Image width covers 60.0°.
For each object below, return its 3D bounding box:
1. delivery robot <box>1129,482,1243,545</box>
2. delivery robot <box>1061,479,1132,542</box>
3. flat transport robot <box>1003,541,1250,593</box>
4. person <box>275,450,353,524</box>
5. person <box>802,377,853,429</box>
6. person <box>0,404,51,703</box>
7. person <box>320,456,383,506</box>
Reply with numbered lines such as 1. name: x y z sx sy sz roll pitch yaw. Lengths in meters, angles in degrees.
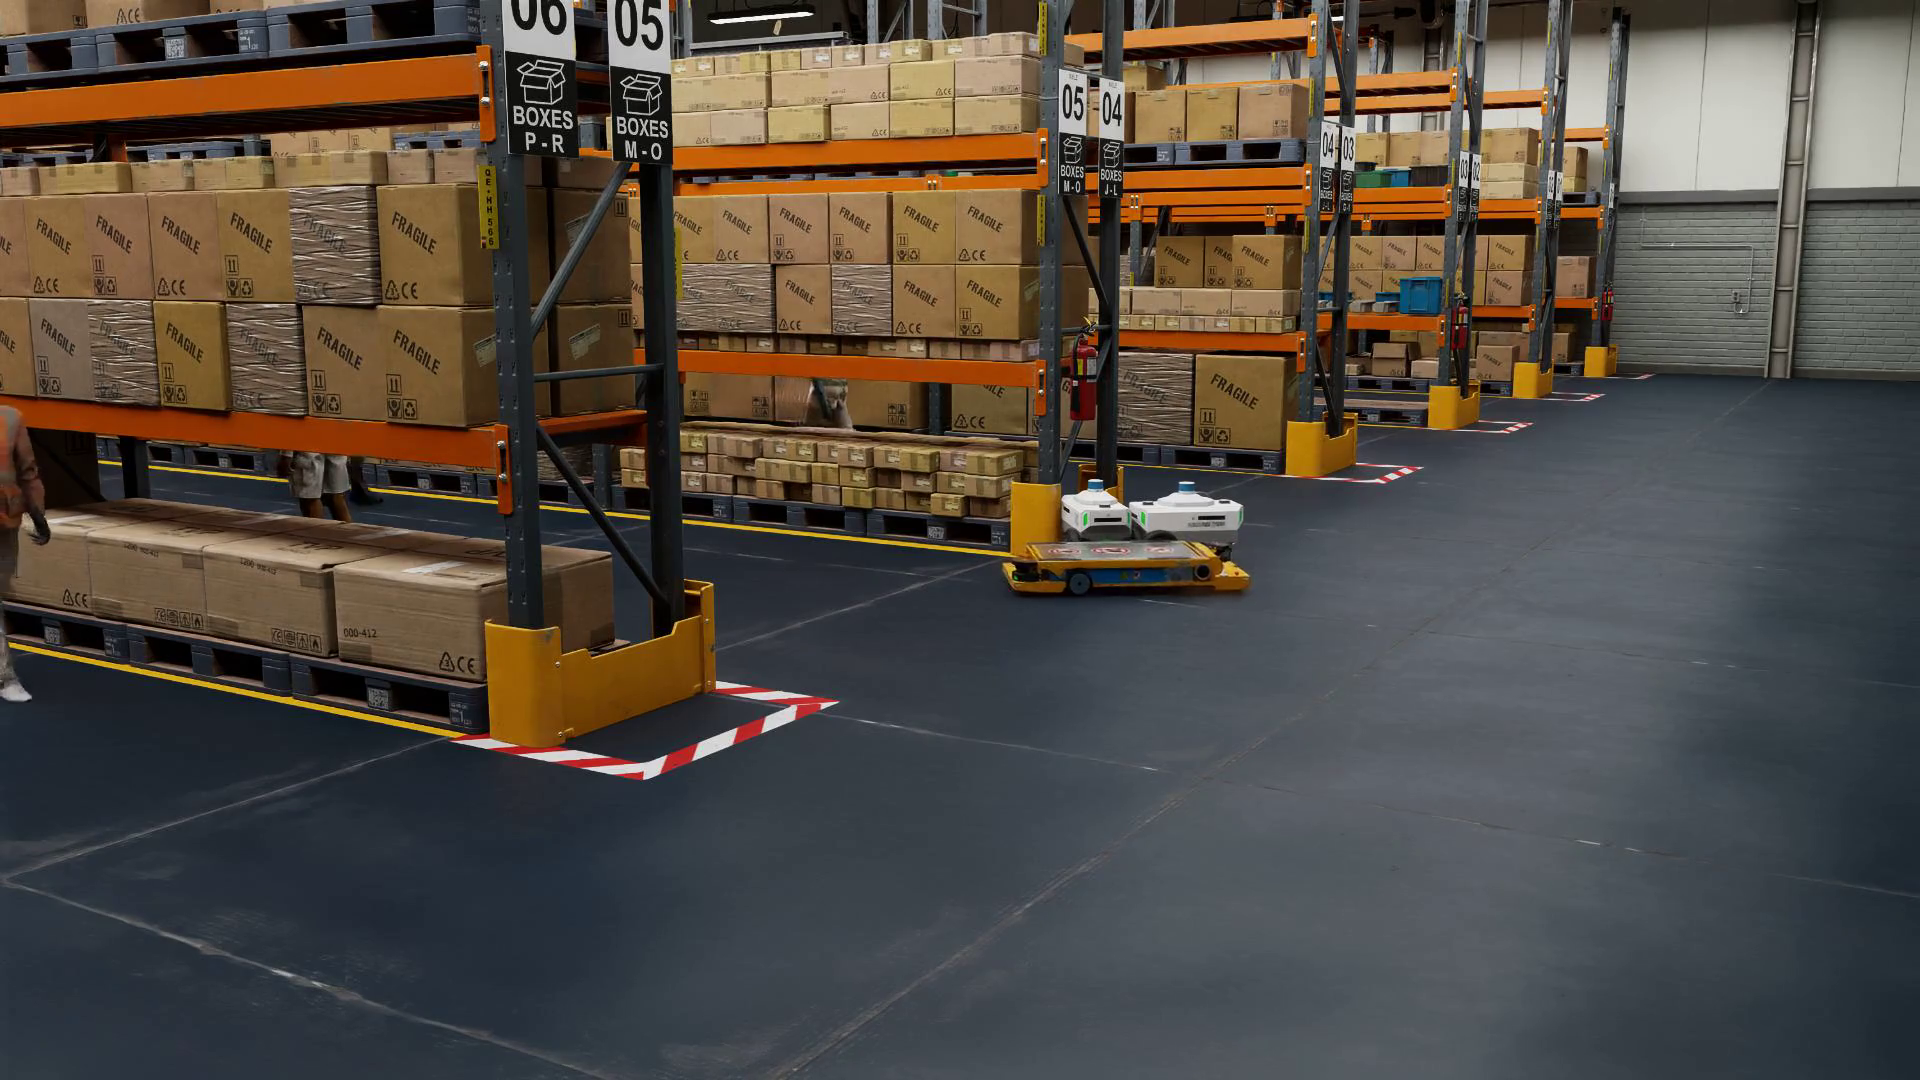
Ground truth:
1. delivery robot: 1.478 -0.138 10.864 0.707 0.478 0.477 -1 10 -9
2. delivery robot: 0.891 -0.157 10.972 0.477 0.478 0.707 -1 10 -9
3. flat transport robot: 1.007 0.156 10.243 1.431 0.197 0.652 -1 10 -4
4. person: -3.800 -0.580 9.712 0.382 1.927 0.542 3 10 19
5. person: -1.098 -1.117 13.825 0.874 1.596 0.507 7 12 34
6. person: -4.585 -0.082 7.757 0.806 1.611 0.523 6 11 31
7. person: -4.989 -1.197 13.360 0.727 1.906 0.569 5 11 25
